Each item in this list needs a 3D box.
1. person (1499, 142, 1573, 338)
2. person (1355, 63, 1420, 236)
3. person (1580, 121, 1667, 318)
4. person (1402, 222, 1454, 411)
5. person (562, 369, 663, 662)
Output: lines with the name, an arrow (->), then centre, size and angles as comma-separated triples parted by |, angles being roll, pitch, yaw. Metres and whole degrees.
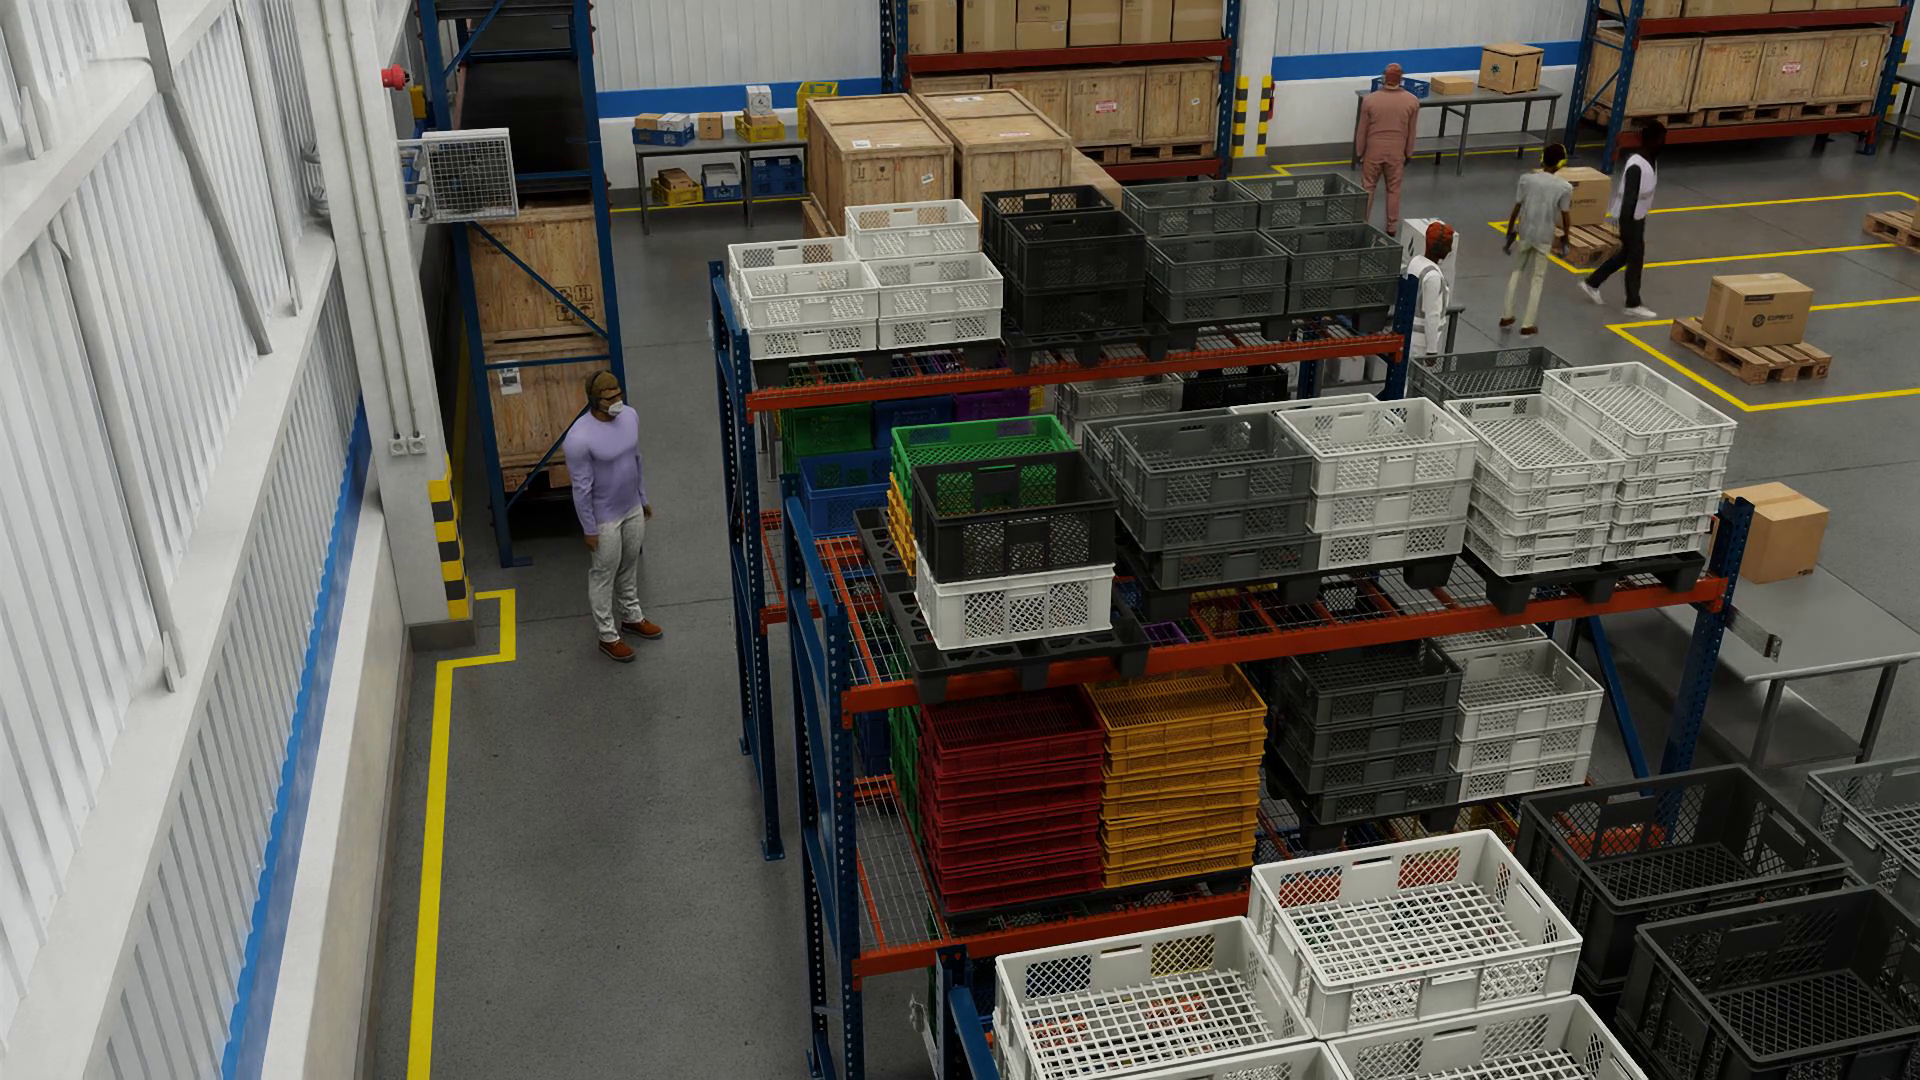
person -> 5.462, -2.838, 15.717 | 0.575, 1.852, 0.440 | 19, 33, 32
person -> 4.727, -4.334, 18.512 | 0.652, 1.902, 0.400 | 3, 28, 6
person -> 6.590, -3.162, 16.289 | 0.780, 1.898, 0.602 | 17, 32, 29
person -> 3.719, -1.635, 13.399 | 0.355, 1.887, 0.574 | -2, 28, -4
person -> -2.193, -0.175, 10.574 | 0.373, 1.940, 0.629 | 14, 31, 24
